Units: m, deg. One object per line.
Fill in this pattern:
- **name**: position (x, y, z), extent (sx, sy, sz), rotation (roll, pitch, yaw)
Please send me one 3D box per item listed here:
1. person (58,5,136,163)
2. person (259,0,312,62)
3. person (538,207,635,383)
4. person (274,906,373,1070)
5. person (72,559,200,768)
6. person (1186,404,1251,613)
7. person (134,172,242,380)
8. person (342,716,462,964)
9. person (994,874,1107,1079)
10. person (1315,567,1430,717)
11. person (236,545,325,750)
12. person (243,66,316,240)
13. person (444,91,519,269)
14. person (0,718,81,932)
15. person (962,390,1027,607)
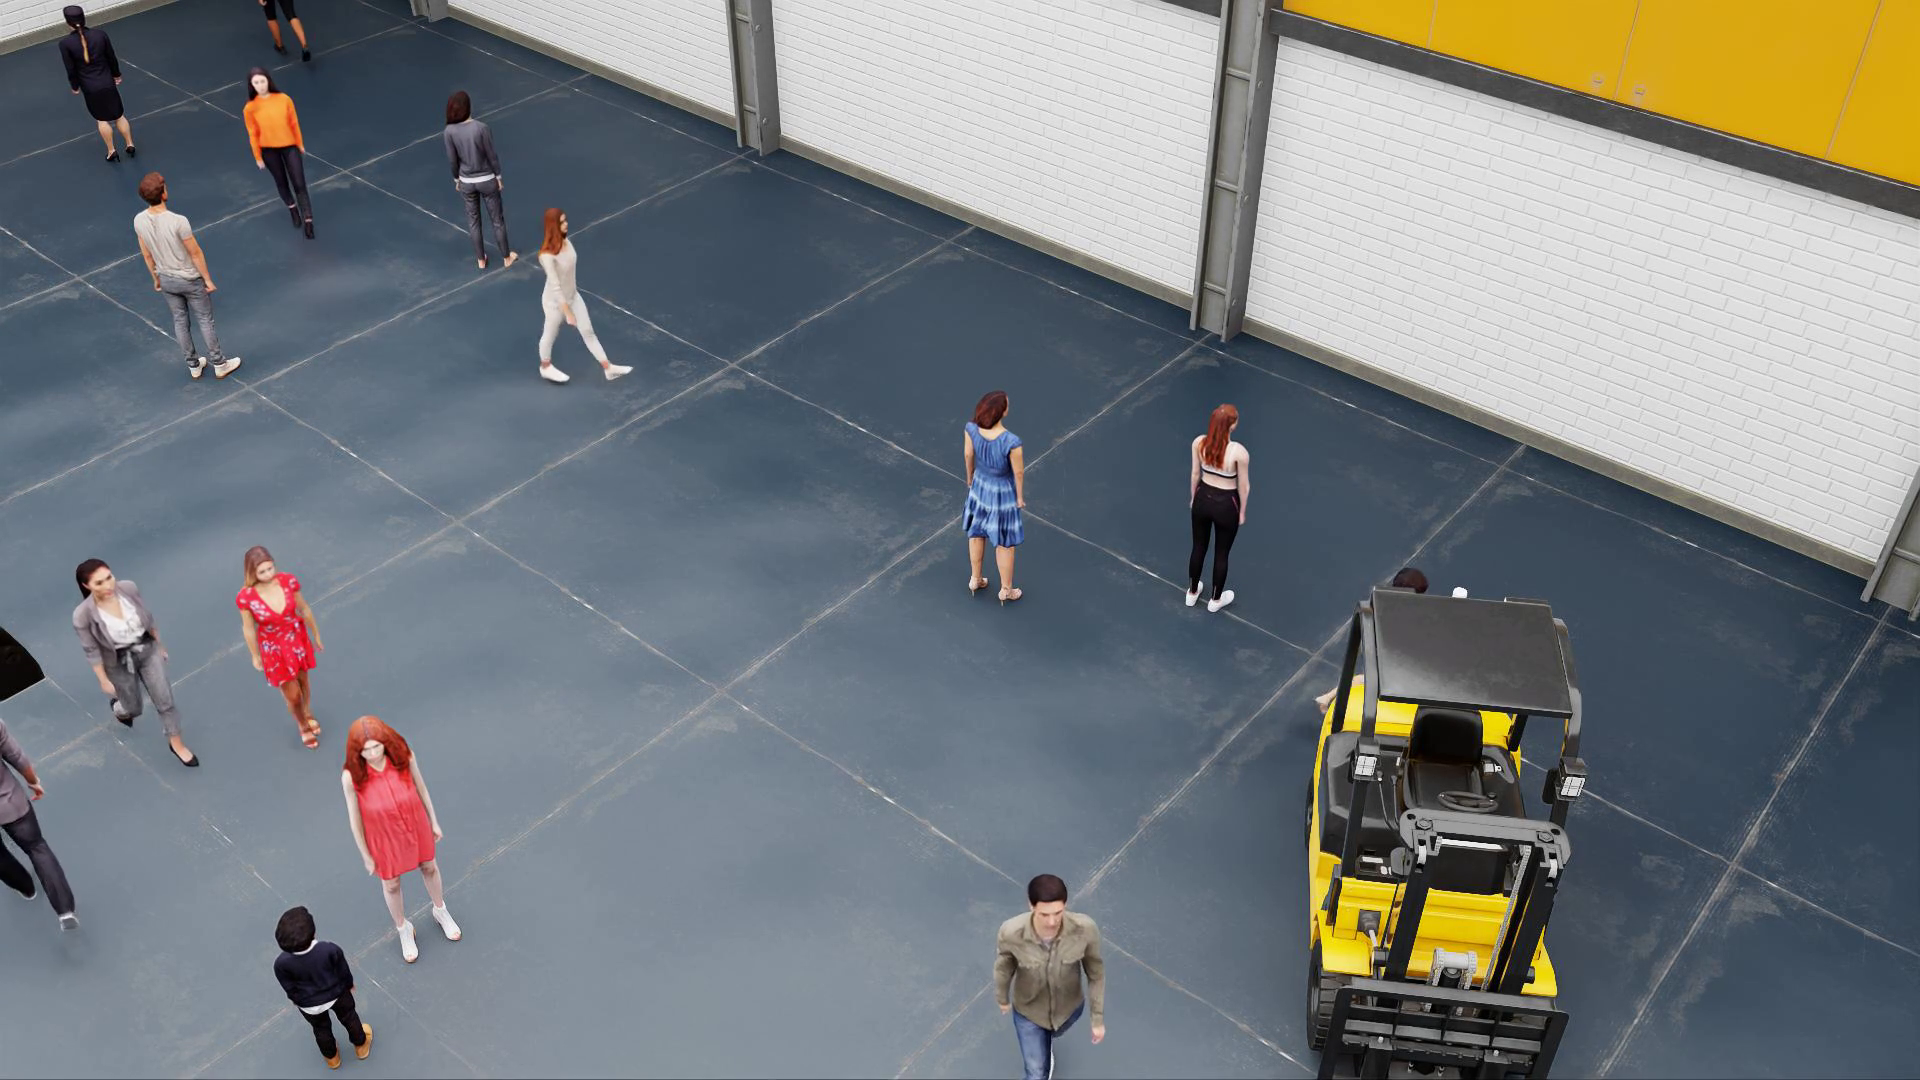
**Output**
- **person**: position (-9.182, -4.840, 17.693), extent (0.634, 1.671, 0.712), rotation (31, 48, 33)
- **person**: position (-8.112, -6.531, 19.772), extent (0.743, 1.720, 1.152), rotation (-28, 47, -31)
- **person**: position (-3.487, -2.044, 14.200), extent (1.172, 1.660, 0.915), rotation (10, 40, 12)
- **person**: position (-3.446, 2.415, 8.964), extent (0.587, 1.227, 0.623), rotation (-13, 41, -16)
- **person**: position (-5.354, 0.769, 10.679), extent (0.952, 1.659, 0.665), rotation (23, 44, 26)
- **person**: position (1.821, -0.227, 11.860), extent (0.510, 1.740, 0.678), rotation (20, 43, 24)
- **person**: position (-6.692, -2.250, 14.269), extent (0.698, 1.895, 0.802), rotation (2, 39, 3)
- **person**: position (-3.175, 1.672, 9.413), extent (0.651, 1.827, 0.591), rotation (-23, 44, -26)
- **person**: position (0.457, 2.316, 8.618), extent (1.189, 1.813, 1.281), rotation (-4, 39, -6)
- **person**: position (2.721, 0.745, 10.806), extent (1.013, 1.537, 0.873), rotation (3, 39, 4)
- **person**: position (-4.456, 0.642, 10.898), extent (0.617, 1.583, 0.664), rotation (-30, 47, -32)
- **person**: position (-6.727, -3.862, 16.433), extent (0.936, 1.715, 1.141), rotation (-15, 41, -18)
- **person**: position (-4.593, -3.422, 15.840), extent (0.673, 1.767, 0.740), rotation (-2, 39, -3)
- **person**: position (-5.542, 1.568, 9.544), extent (0.814, 1.826, 1.120), rotation (-27, 46, -30)
- **person**: position (0.249, -0.301, 11.901), extent (0.549, 1.806, 0.756), rotation (21, 43, 24)
